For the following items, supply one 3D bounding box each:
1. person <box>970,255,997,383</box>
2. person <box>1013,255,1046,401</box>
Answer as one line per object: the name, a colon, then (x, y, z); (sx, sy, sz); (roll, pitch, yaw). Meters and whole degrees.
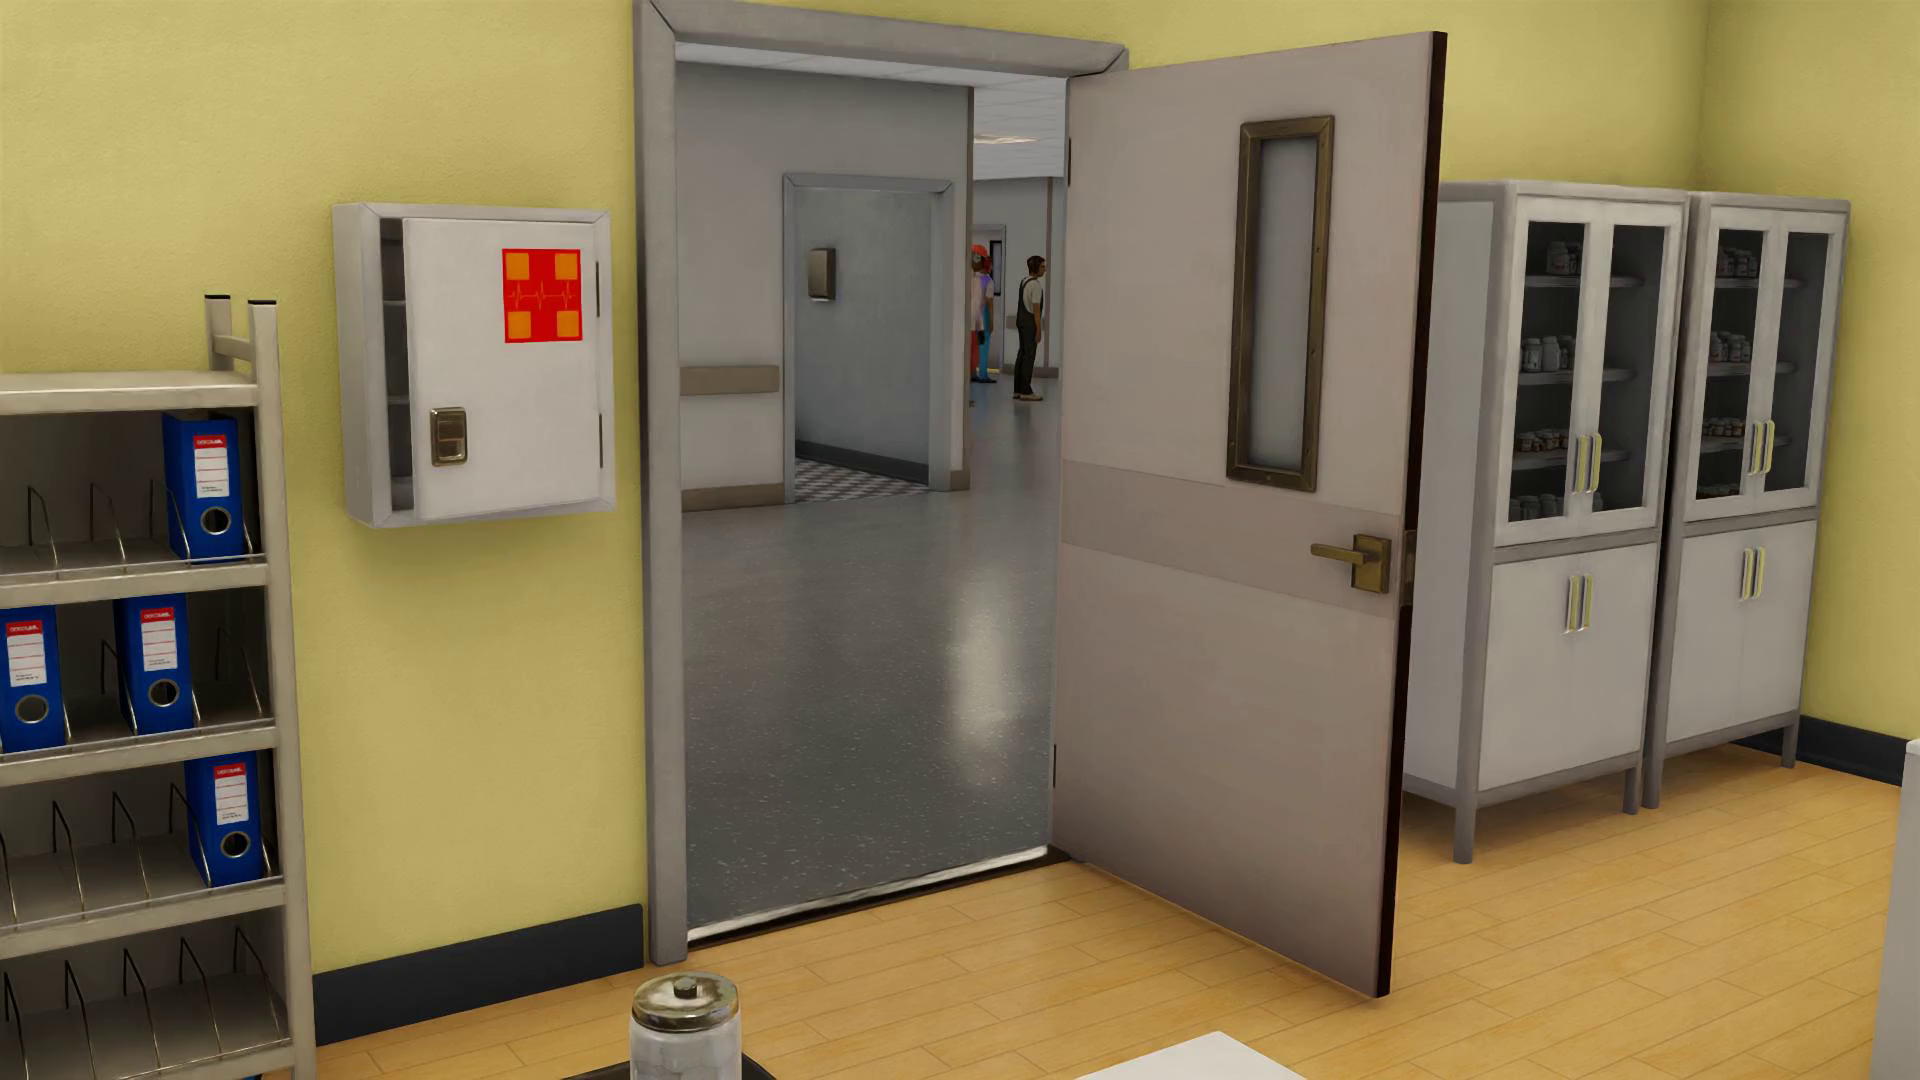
person: (0.301, -3.174, 23.977); (0.392, 1.837, 0.560); (-6, 12, -36)
person: (0.895, -2.677, 21.057); (0.359, 1.839, 0.508); (-2, 10, -18)
